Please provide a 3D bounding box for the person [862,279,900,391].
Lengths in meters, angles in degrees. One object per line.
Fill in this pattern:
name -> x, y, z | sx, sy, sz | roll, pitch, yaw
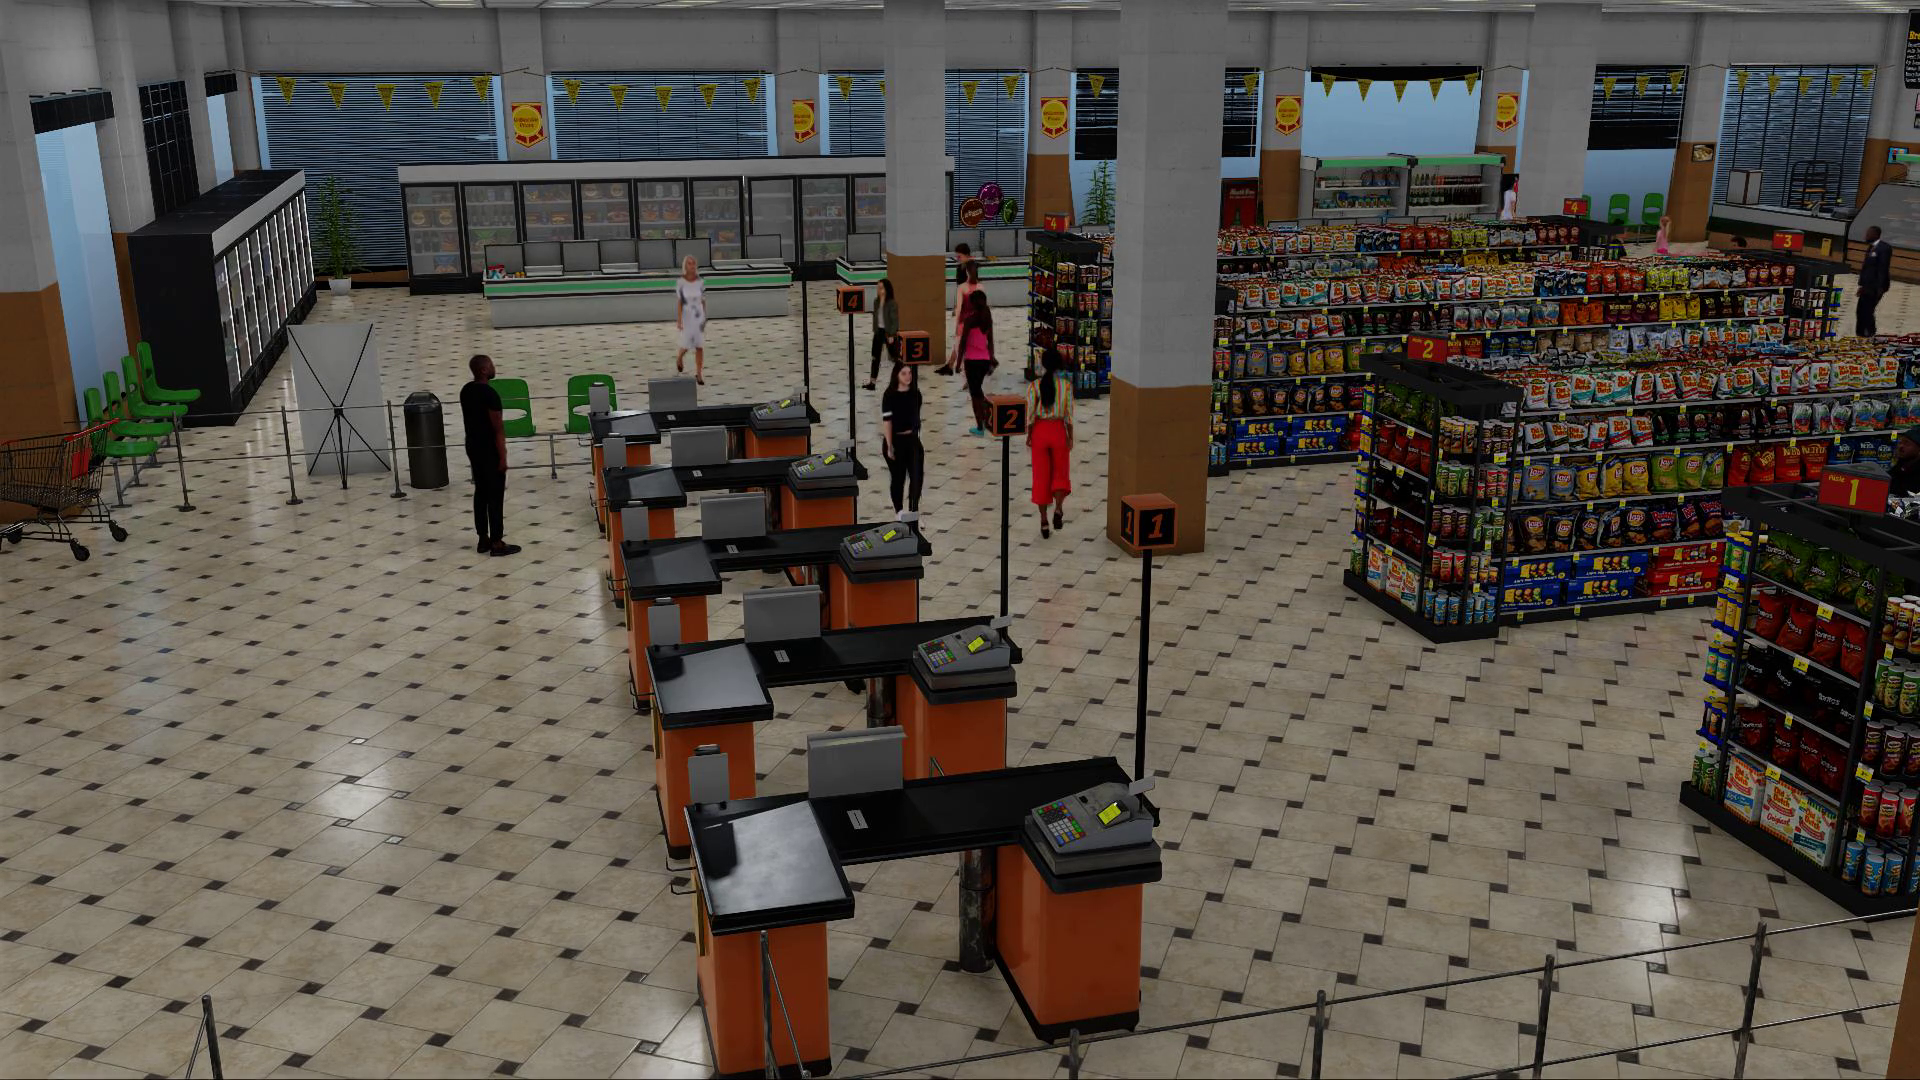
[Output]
person -> -0.929, -2.699, 21.969 | 0.943, 1.440, 1.068 | 13, 21, 37

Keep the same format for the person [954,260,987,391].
person -> 0.141, -2.758, 21.651 | 0.749, 1.738, 0.666 | -3, 17, -10

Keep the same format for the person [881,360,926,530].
person -> -0.585, -0.915, 15.776 | 0.664, 1.624, 0.738 | -9, 19, -28

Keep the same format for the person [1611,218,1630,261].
person -> 9.614, -3.791, 24.746 | 1.341, 1.917, 1.113 | 5, 17, 15

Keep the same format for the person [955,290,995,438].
person -> 0.249, -2.029, 19.292 | 0.660, 1.713, 0.720 | -12, 21, -34

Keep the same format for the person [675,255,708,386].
person -> -3.623, -2.955, 22.300 | 0.877, 1.737, 0.775 | -10, 20, -30

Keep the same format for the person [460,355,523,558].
person -> -4.259, -0.768, 14.958 | 0.751, 1.819, 0.760 | 15, 22, 40

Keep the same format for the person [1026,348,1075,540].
person -> 0.836, -0.852, 15.307 | 0.766, 1.777, 0.742 | -1, 17, -2

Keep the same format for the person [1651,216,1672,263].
person -> 13.275, -5.458, 31.376 | 0.890, 1.253, 0.776 | -13, 21, -36

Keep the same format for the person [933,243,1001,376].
person -> 0.197, -3.138, 22.778 | 1.172, 1.810, 0.671 | -5, 18, -15

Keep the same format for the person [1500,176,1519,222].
person -> 10.999, -6.411, 33.569 | 0.930, 1.803, 0.723 | -3, 17, -9

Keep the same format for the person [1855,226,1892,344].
person -> 13.683, -3.776, 24.891 | 0.828, 1.804, 0.838 | 2, 17, 6

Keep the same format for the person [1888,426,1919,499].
person -> 6.933, 0.042, 12.292 | 0.657, 1.819, 0.719 | -1, 17, -3
